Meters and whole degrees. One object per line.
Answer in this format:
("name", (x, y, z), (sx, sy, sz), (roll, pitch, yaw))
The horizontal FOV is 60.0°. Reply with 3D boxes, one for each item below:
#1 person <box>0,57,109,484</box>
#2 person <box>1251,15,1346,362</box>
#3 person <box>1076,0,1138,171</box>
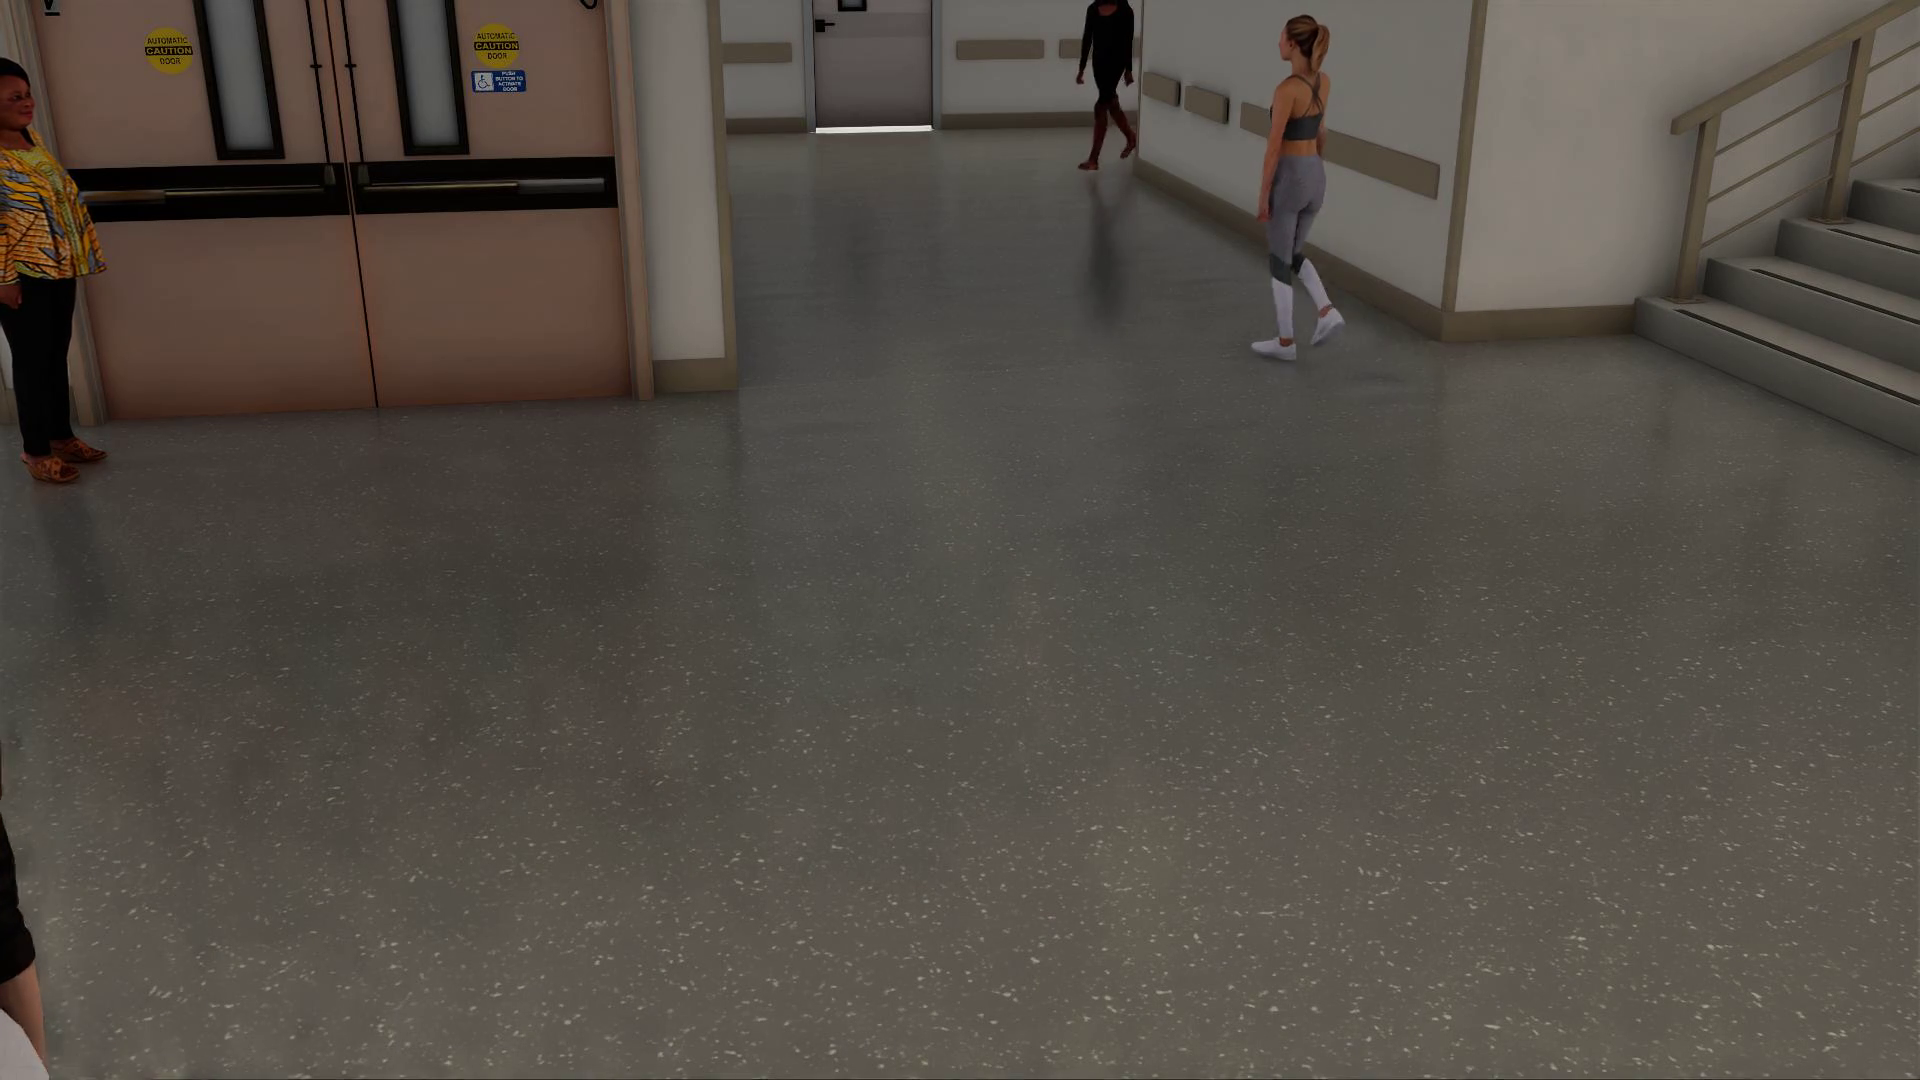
("person", (-3.696, -1.062, 6.599), (0.791, 1.654, 0.756), (-1, 21, -2))
("person", (1.735, -1.712, 8.258), (0.792, 1.693, 0.830), (-18, 27, -38))
("person", (1.358, -4.107, 14.606), (1.123, 1.676, 1.279), (18, 27, 40))
